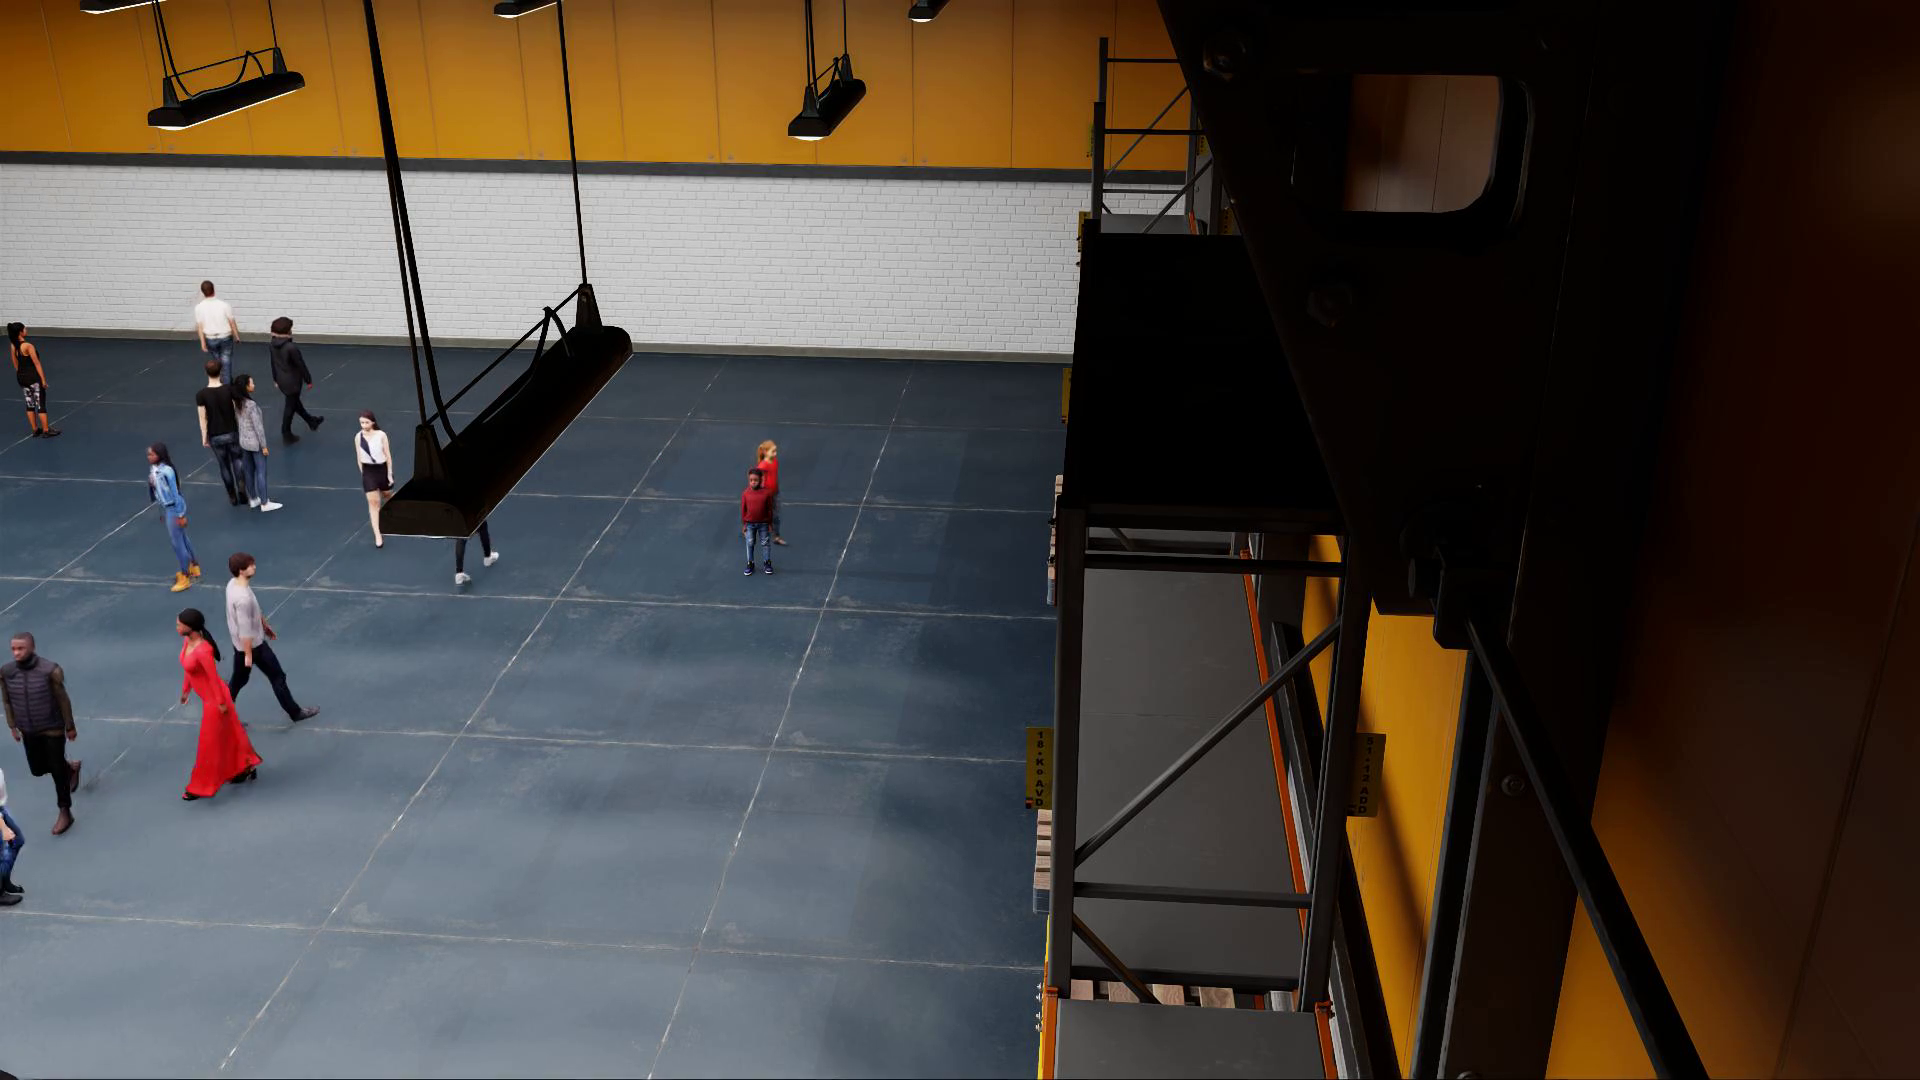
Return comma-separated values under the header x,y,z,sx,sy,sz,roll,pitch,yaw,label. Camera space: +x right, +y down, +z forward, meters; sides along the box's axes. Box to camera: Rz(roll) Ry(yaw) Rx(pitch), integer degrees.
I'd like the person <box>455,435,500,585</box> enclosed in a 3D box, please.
x,y,z,sx,sy,sz,roll,pitch,yaw,label
-5.552,-0.319,18.611,0.693,1.700,1.166,5,24,12,person

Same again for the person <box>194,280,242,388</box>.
x,y,z,sx,sy,sz,roll,pitch,yaw,label
-10.776,-2.815,24.199,0.879,1.800,1.321,-4,24,-9,person

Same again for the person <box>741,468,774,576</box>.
x,y,z,sx,sy,sz,roll,pitch,yaw,label
-2.308,-0.225,18.952,0.530,1.256,0.515,-1,24,-3,person

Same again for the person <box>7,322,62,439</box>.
x,y,z,sx,sy,sz,roll,pitch,yaw,label
-12.885,-2.233,23.043,0.625,1.659,0.582,8,25,17,person

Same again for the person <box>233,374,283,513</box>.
x,y,z,sx,sy,sz,roll,pitch,yaw,label
-8.780,-1.219,20.632,0.698,1.732,0.708,17,29,34,person

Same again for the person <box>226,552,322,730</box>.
x,y,z,sx,sy,sz,roll,pitch,yaw,label
-6.712,0.996,15.484,1.174,1.796,1.170,-15,28,-30,person

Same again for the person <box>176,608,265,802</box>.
x,y,z,sx,sy,sz,roll,pitch,yaw,label
-6.478,1.387,14.635,1.063,1.760,1.010,-18,29,-35,person

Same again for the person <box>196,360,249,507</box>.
x,y,z,sx,sy,sz,roll,pitch,yaw,label
-9.075,-1.272,20.568,0.954,1.879,1.058,-12,26,-25,person

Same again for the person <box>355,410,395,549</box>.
x,y,z,sx,sy,sz,roll,pitch,yaw,label
-6.894,-0.773,19.775,0.770,1.601,1.134,-5,24,-10,person

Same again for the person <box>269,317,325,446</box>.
x,y,z,sx,sy,sz,roll,pitch,yaw,label
-9.204,-2.125,22.714,0.859,1.724,1.166,10,25,21,person

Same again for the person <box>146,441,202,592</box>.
x,y,z,sx,sy,sz,roll,pitch,yaw,label
-8.784,-0.315,18.602,0.910,1.701,0.861,-19,30,-36,person

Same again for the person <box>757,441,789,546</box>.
x,y,z,sx,sy,sz,roll,pitch,yaw,label
-2.302,-0.557,19.660,0.759,1.298,0.769,16,28,32,person

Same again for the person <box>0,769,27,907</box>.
x,y,z,sx,sy,sz,roll,pitch,yaw,label
-7.651,2.202,12.961,0.799,1.608,0.684,-10,26,-23,person

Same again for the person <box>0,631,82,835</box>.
x,y,z,sx,sy,sz,roll,pitch,yaw,label
-7.754,1.564,14.151,0.761,1.822,0.994,0,24,-1,person
